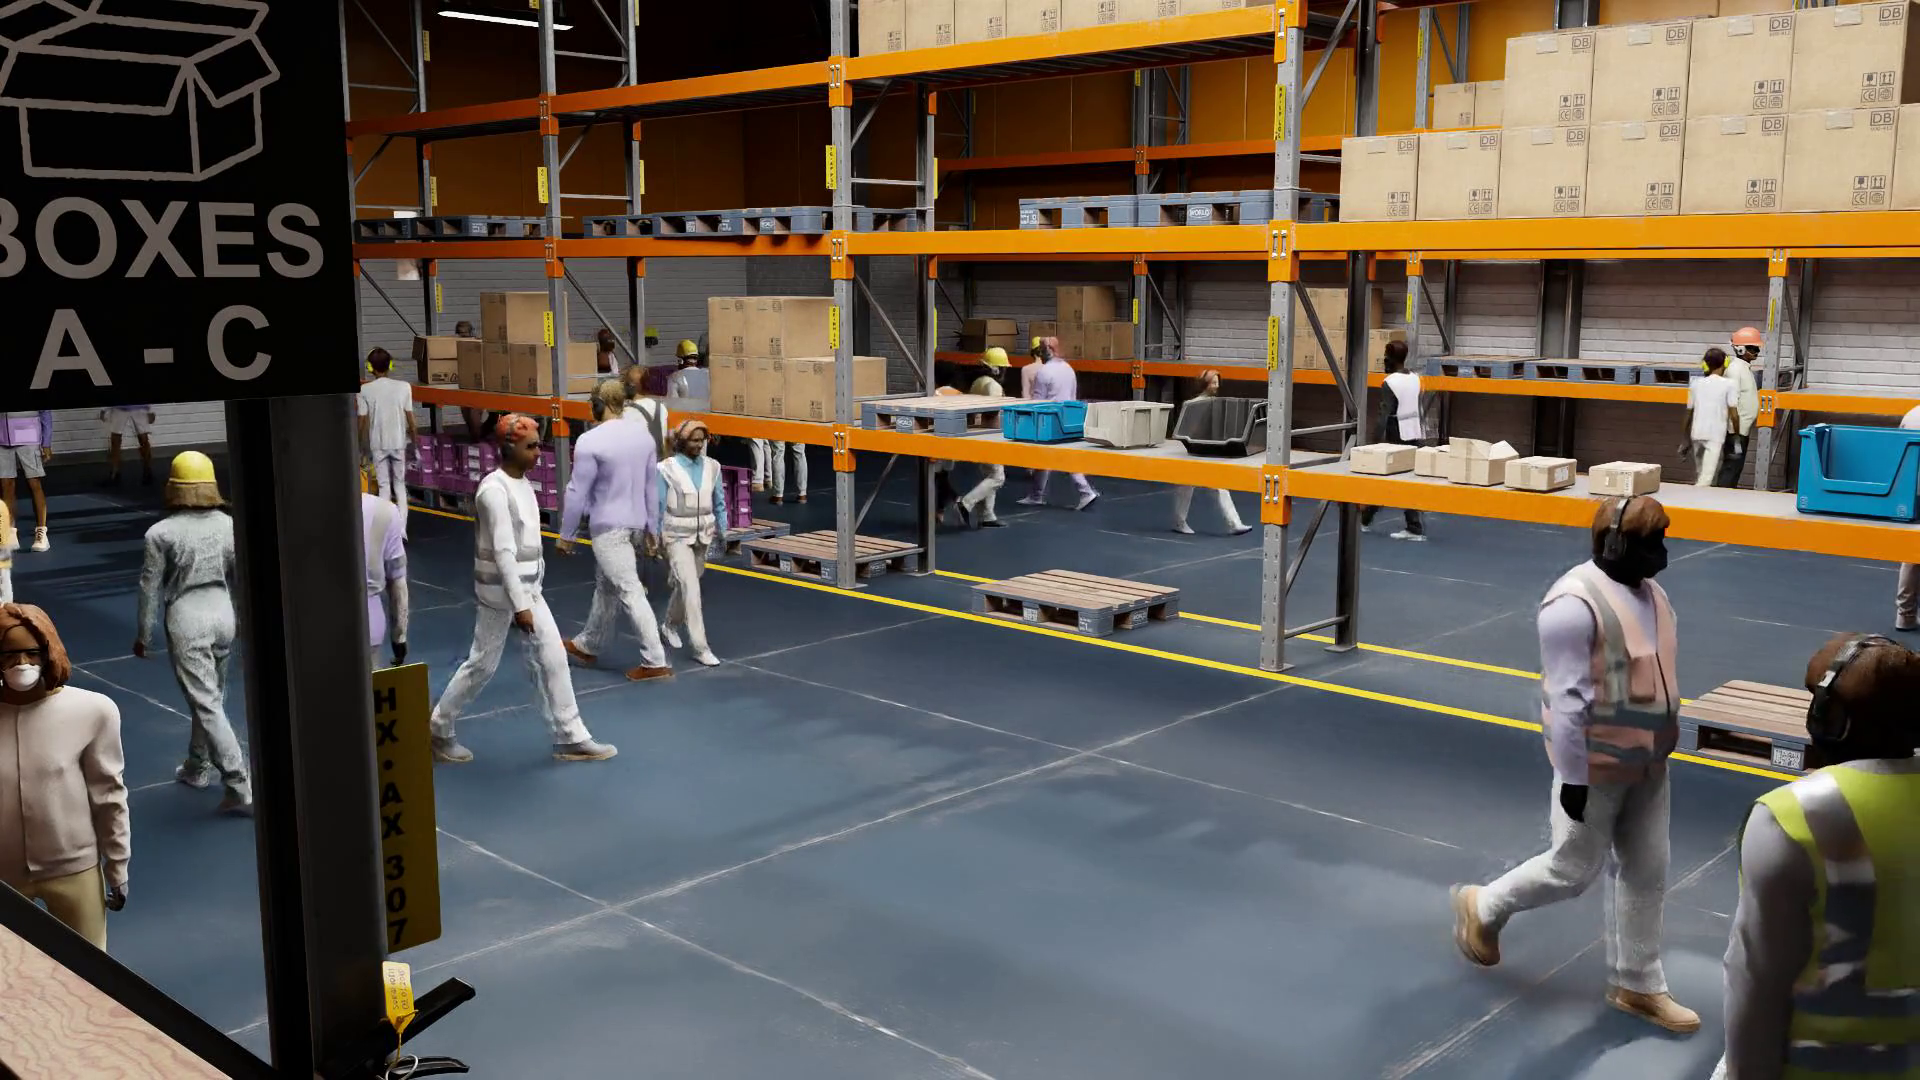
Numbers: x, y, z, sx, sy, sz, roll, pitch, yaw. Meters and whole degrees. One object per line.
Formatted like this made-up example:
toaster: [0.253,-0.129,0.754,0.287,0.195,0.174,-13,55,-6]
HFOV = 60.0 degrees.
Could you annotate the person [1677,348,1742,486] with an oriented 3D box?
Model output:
person: [7.168,-0.933,15.969,0.853,1.814,0.587,-6,11,-32]

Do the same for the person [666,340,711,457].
person: [-2.829,-1.170,17.362,0.403,1.827,0.595,9,13,43]

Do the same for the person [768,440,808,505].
person: [-1.906,-1.344,18.074,0.628,1.937,0.378,-3,10,-17]

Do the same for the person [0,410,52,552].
person: [-8.527,-0.897,15.003,0.614,2.042,0.373,-1,9,-8]

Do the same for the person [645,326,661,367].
person: [-4.690,-2.328,24.811,0.949,1.716,0.531,-2,9,-12]

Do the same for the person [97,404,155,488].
person: [-9.854,-1.560,19.582,0.736,1.886,0.385,-3,10,-17]

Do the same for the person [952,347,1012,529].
person: [0.217,-0.968,16.155,0.583,1.807,0.621,-3,10,-20]

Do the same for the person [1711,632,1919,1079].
person: [1.814,1.084,3.527,0.650,1.821,0.573,-2,10,-15]

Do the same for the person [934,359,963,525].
person: [-0.123,-0.957,16.493,0.691,1.675,0.538,9,13,44]

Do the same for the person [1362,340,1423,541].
person: [4.030,-0.950,15.821,0.938,1.876,0.619,7,12,37]

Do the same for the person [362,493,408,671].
person: [-2.812,0.401,7.475,0.621,1.893,0.878,-5,11,-29]

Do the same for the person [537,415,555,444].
person: [-5.313,-1.865,21.554,0.488,1.838,0.666,8,12,41]

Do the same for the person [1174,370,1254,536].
person: [2.383,-0.813,15.850,0.873,1.587,0.532,9,13,44]

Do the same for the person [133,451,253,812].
person: [-3.623,0.425,7.951,0.890,1.702,0.501,7,12,36]

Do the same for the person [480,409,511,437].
person: [-6.142,-2.023,22.152,0.532,1.966,0.772,2,9,10]

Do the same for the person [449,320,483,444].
person: [-6.497,-1.960,22.004,0.657,1.881,0.520,3,10,18]

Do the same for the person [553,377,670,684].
person: [-2.204,-0.064,10.357,1.009,1.884,0.649,5,10,27]

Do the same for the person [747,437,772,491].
person: [-2.360,-1.483,19.215,0.429,1.842,0.629,4,10,22]

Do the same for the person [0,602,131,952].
person: [-2.659,0.977,4.797,0.497,1.629,0.276,-4,10,-26]

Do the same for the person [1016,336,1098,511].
person: [1.051,-1.239,17.723,1.019,1.862,0.626,5,11,29]

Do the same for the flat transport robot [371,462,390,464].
flat transport robot: [-6.969,-0.814,19.917,1.431,0.197,0.652,-2,10,-13]

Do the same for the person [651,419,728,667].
person: [-1.805,-0.014,10.982,0.523,1.593,0.863,-8,12,-41]

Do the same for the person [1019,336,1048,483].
person: [0.934,-1.566,20.016,0.532,1.751,0.534,-4,10,-21]

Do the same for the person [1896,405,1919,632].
person: [6.843,-0.266,11.560,0.403,1.904,0.652,-3,10,-18]

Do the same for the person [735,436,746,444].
person: [-2.901,-2.321,24.051,0.669,1.934,1.037,-7,12,-36]

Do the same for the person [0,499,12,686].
person: [-4.635,0.394,7.582,0.624,1.895,0.518,-3,10,-16]

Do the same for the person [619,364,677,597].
person: [-2.425,-0.440,12.849,0.516,1.832,0.537,6,11,33]

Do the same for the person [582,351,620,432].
person: [-4.172,-1.378,19.278,0.513,1.605,0.658,-5,11,-30]

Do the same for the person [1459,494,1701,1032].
person: [2.167,0.731,5.719,0.630,1.818,0.768,-6,11,-34]

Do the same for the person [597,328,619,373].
person: [-4.443,-1.698,20.548,0.967,1.846,0.574,5,10,27]

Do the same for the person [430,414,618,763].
person: [-2.343,0.266,8.536,1.012,1.838,0.556,1,9,9]

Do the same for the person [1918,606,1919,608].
person: [7.423,-0.298,11.796,1.005,1.884,0.567,7,12,37]

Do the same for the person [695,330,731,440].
person: [-3.644,-2.551,25.155,0.687,2.000,1.050,-7,12,-38]

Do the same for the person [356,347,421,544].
person: [-5.223,-0.827,15.160,0.555,1.853,0.493,-6,11,-33]

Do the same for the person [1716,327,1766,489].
person: [7.611,-1.077,16.254,0.384,1.993,0.622,6,11,34]
